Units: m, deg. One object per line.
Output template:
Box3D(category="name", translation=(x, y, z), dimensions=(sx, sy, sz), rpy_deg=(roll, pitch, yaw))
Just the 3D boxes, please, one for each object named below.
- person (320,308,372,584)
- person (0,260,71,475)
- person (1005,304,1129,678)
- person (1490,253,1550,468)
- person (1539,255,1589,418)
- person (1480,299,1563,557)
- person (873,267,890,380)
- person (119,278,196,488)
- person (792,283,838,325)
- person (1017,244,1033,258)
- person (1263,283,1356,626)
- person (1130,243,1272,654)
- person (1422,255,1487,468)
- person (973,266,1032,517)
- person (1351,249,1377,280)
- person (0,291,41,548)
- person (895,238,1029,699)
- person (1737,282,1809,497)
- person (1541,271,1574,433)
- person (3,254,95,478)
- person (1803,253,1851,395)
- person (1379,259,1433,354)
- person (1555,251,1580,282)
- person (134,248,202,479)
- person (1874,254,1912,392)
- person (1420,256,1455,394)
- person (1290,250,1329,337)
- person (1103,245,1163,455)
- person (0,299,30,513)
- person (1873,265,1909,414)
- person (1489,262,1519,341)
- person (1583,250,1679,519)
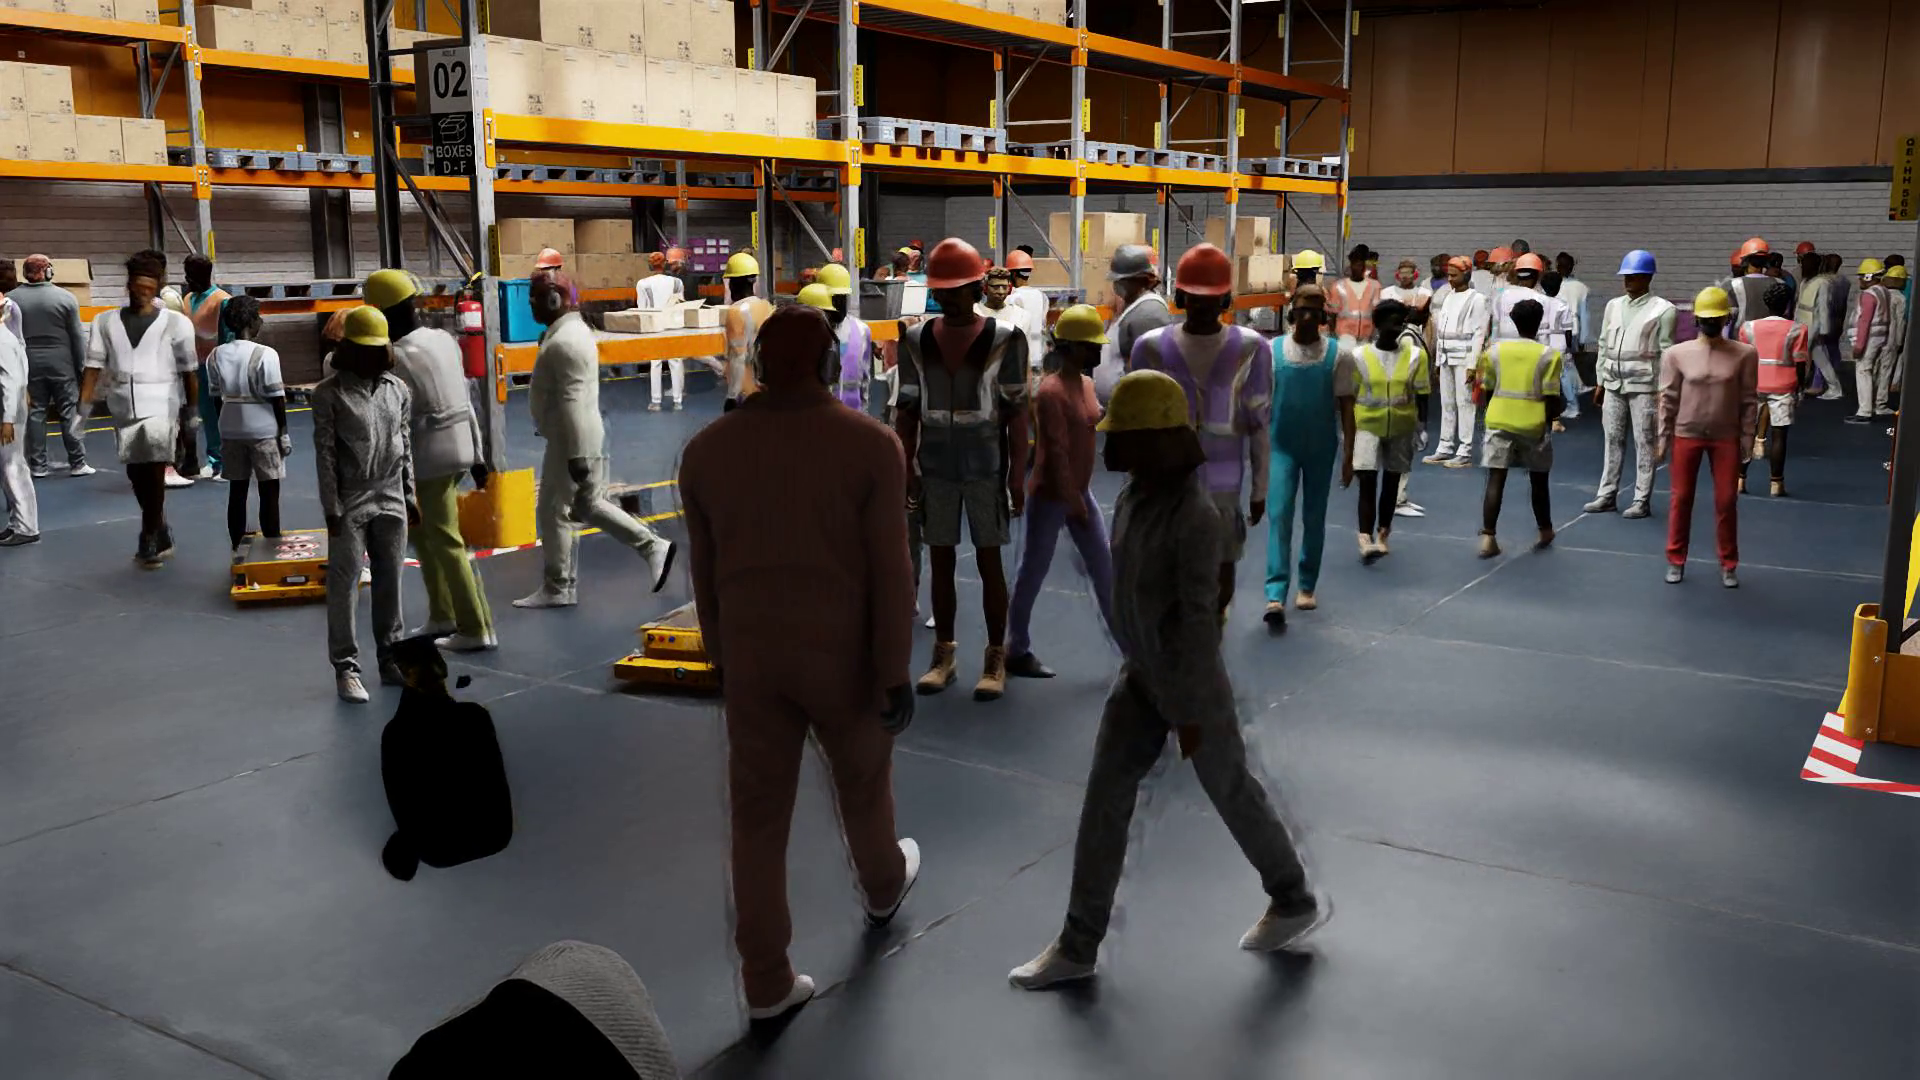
Box3D(category="person", translation=(-3.597, -0.547, 9.810), dimensions=(0.270, 1.627, 0.496), rpy_deg=(-7, 13, -35))
Box3D(category="person", translation=(-8.163, -1.432, 14.094), dimensions=(0.949, 1.856, 0.608), rpy_deg=(-2, 10, -12))
Box3D(category="person", translation=(0.578, -0.188, 7.525), dimensions=(0.883, 1.722, 0.527), rpy_deg=(6, 12, 31))
Box3D(category="person", translation=(5.014, -1.597, 14.870), dimensions=(0.451, 1.909, 0.564), rpy_deg=(-8, 13, -39))
Box3D(category="person", translation=(6.931, -2.352, 19.192), dimensions=(0.583, 1.857, 1.024), rpy_deg=(-3, 11, -15))
Box3D(category="person", translation=(3.614, -0.731, 10.761), dimensions=(0.526, 1.640, 0.841), rpy_deg=(6, 12, 31))
Box3D(category="person", translation=(-1.117, -3.127, 24.081), dimensions=(0.274, 1.632, 0.507), rpy_deg=(-1, 10, -8))
Box3D(category="person", translation=(-6.642, -1.371, 13.664), dimensions=(0.651, 1.881, 0.448), rpy_deg=(7, 13, 35))
Box3D(category="person", translation=(-0.911, -0.697, 10.288), dimensions=(0.344, 1.759, 0.535), rpy_deg=(-1, 10, -4))
Box3D(category="person", translation=(0.930, -3.469, 25.088), dimensions=(0.373, 1.957, 0.606), rpy_deg=(-2, 10, -11))
Box3D(category="person", translation=(1.822, -0.451, 8.818), dimensions=(0.529, 1.788, 0.965), rpy_deg=(2, 11, 13))
Box3D(category="person", translation=(1.036, -0.273, 7.226), dimensions=(0.605, 2.017, 0.702), rpy_deg=(2, 10, 9))
Box3D(category="person", translation=(4.436, -1.589, 14.863), dimensions=(0.356, 1.887, 0.573), rpy_deg=(-4, 11, -20))
Box3D(category="person", translation=(0.248, -1.080, 12.192), dimensions=(0.560, 1.835, 0.394), rpy_deg=(-2, 10, -9))
Box3D(category="person", translation=(6.826, -4.033, 28.459), dimensions=(0.474, 1.880, 0.662), rpy_deg=(-9, 13, -40))
Box3D(category="person", translation=(-6.363, -0.826, 11.008), dimensions=(0.339, 1.747, 0.573), rpy_deg=(-7, 13, -35))
Box3D(category="person", translation=(-0.005, -0.304, 7.362), dimensions=(0.611, 2.030, 0.410), rpy_deg=(3, 11, 17))
Box3D(category="person", translation=(6.427, -1.190, 13.195), dimensions=(0.531, 1.691, 0.318), rpy_deg=(8, 13, 39))
Box3D(category="person", translation=(6.188, -1.975, 17.527), dimensions=(0.540, 1.695, 0.317), rpy_deg=(8, 13, 38))
Box3D(category="person", translation=(-7.765, -1.473, 14.175), dimensions=(0.639, 1.905, 0.407), rpy_deg=(-2, 10, -12))
Box3D(category="person", translation=(11.389, -2.827, 21.834), dimensions=(0.509, 1.846, 0.342), rpy_deg=(-3, 11, -16))
Box3D(category="person", translation=(4.850, -2.145, 18.133), dimensions=(0.571, 1.823, 0.801), rpy_deg=(3, 11, 16))
Box3D(category="person", translation=(8.558, -3.180, 23.761), dimensions=(0.540, 1.857, 0.409), rpy_deg=(8, 13, 37))
Box3D(category="person", translation=(-6.714, -1.477, 14.066), dimensions=(0.387, 1.956, 0.615), rpy_deg=(-8, 13, -37))
Box3D(category="person", translation=(12.511, -2.908, 22.334), dimensions=(0.430, 1.835, 0.640), rpy_deg=(0, 10, -3))
Box3D(category="person", translation=(6.204, -2.795, 21.769), dimensions=(0.940, 1.796, 0.596), rpy_deg=(-9, 14, -42))
Box3D(category="person", translation=(3.244, -1.738, 15.575), dimensions=(0.376, 1.925, 0.594), rpy_deg=(6, 12, 29))
Box3D(category="person", translation=(1.574, -1.566, 14.482), dimensions=(0.410, 1.984, 0.640), rpy_deg=(-5, 11, -26))
Box3D(category="person", translation=(-7.177, -1.141, 12.214), dimensions=(0.610, 1.943, 0.403), rpy_deg=(-7, 12, -33))
Box3D(category="person", translation=(10.802, -2.322, 19.361), dimensions=(0.324, 1.730, 0.490), rpy_deg=(-3, 11, -17))
Box3D(category="person", translation=(5.988, -2.123, 18.104), dimensions=(0.505, 1.800, 0.968), rpy_deg=(5, 11, 25))
Box3D(category="person", translation=(4.913, -1.133, 12.161), dimensions=(0.395, 1.949, 0.602), rpy_deg=(-7, 12, -32))
